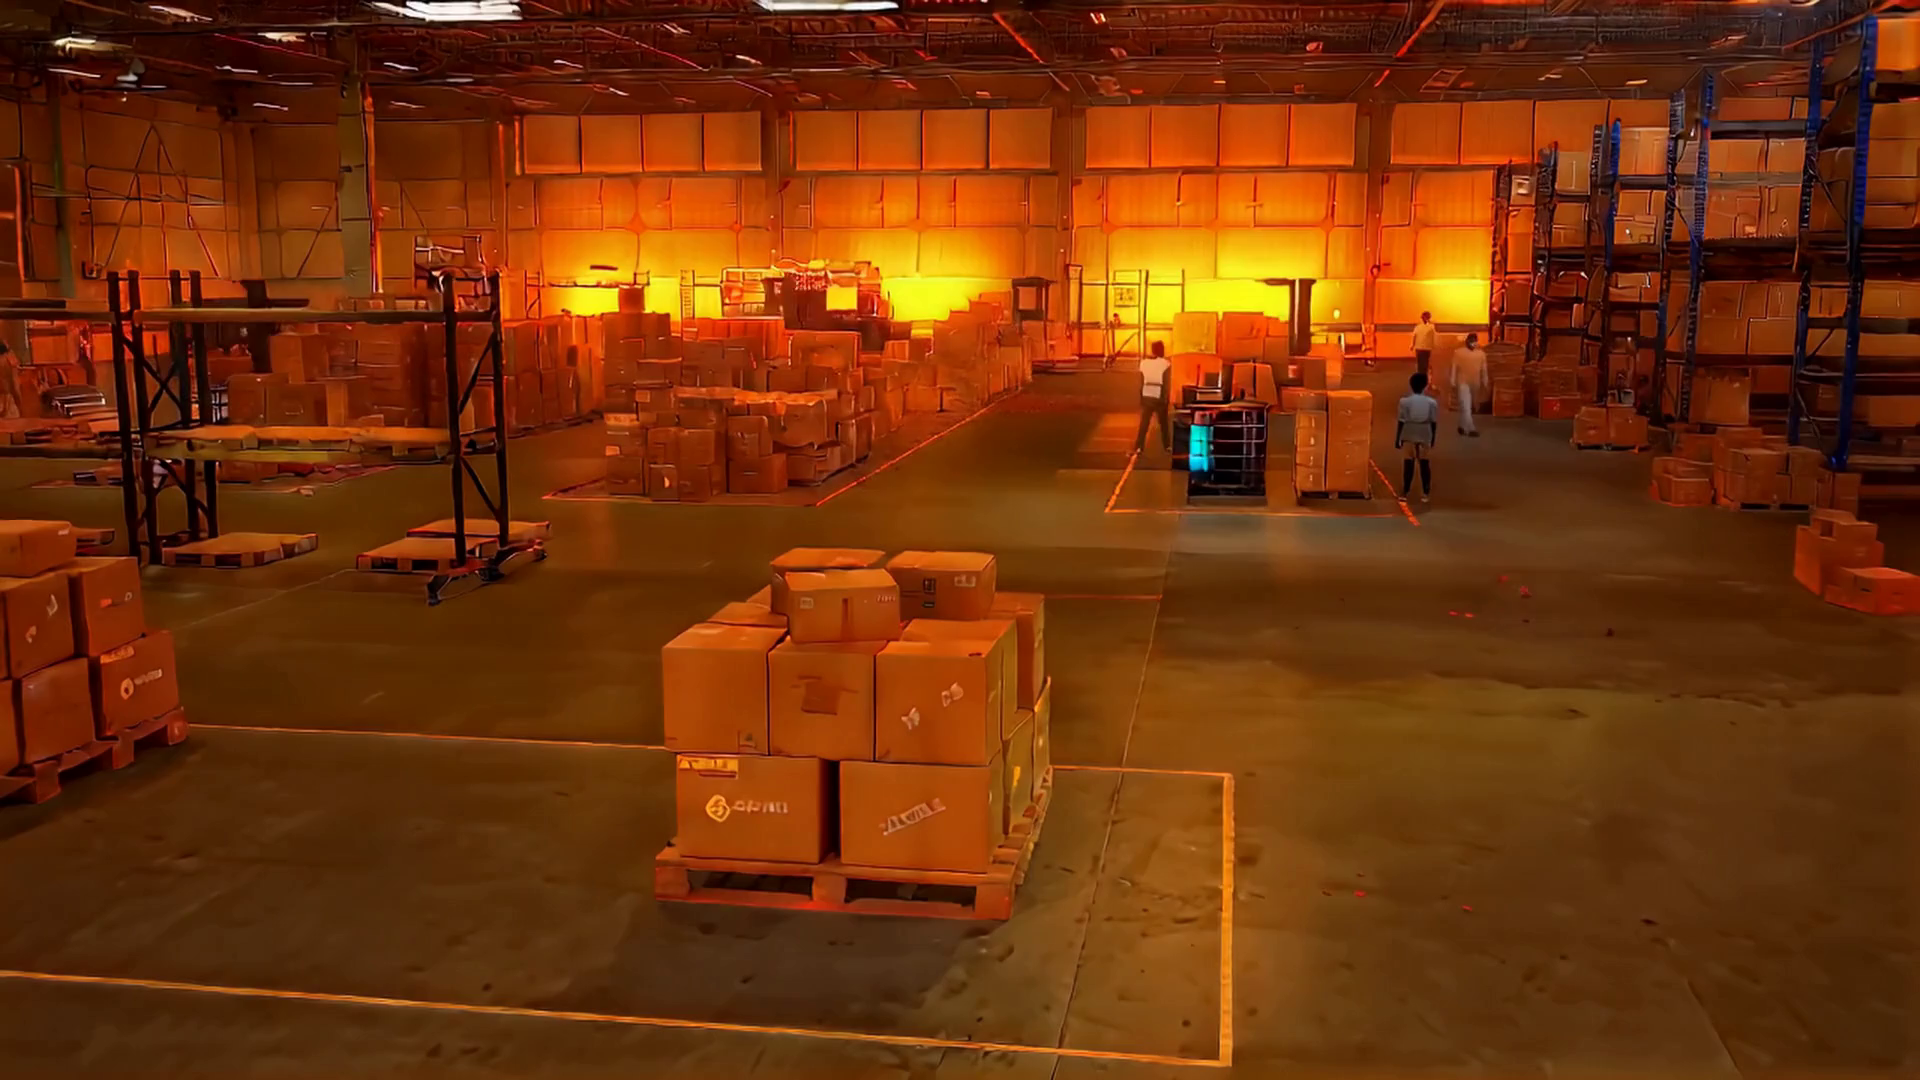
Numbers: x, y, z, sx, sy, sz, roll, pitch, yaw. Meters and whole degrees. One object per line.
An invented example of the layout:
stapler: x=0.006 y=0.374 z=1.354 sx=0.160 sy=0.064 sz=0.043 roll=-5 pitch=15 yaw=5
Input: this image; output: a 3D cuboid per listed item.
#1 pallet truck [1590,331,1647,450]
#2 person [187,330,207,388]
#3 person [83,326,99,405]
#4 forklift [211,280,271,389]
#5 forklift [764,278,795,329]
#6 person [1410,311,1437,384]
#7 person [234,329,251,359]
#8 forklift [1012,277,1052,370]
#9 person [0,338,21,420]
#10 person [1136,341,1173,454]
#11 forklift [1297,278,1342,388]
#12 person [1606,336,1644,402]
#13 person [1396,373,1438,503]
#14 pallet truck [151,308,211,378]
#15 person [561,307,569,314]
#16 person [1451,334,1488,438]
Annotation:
pallet truck: x=11.253 y=-2.573 z=28.499 sx=0.823 sy=1.965 sz=1.885 roll=5 pitch=10 yaw=27
person: x=-18.367 y=-4.245 z=39.961 sx=0.517 sy=1.615 sz=0.375 roll=-5 pitch=11 yaw=-30
person: x=-19.321 y=-3.854 z=37.002 sx=0.420 sy=1.803 sz=0.706 roll=-3 pitch=10 yaw=-16
forklift: x=-15.164 y=-4.224 z=35.965 sx=1.873 sy=2.768 sz=1.129 roll=-3 pitch=10 yaw=-16
forklift: x=-4.590 y=-5.277 z=42.458 sx=1.873 sy=2.768 sz=1.129 roll=5 pitch=11 yaw=29
person: x=12.160 y=-5.034 z=43.798 sx=0.621 sy=1.964 sz=0.869 roll=8 pitch=12 yaw=42
person: x=-15.672 y=-3.747 z=36.518 sx=0.487 sy=1.744 sz=0.314 roll=-2 pitch=10 yaw=-14
forklift: x=2.047 y=-6.579 z=50.489 sx=1.129 sy=2.768 sz=1.873 roll=-2 pitch=9 yaw=-11
person: x=-15.911 y=-2.418 z=27.732 sx=0.629 sy=1.936 sz=0.372 roll=5 pitch=11 yaw=29
person: x=3.232 y=-2.362 z=27.630 sx=0.612 sy=1.863 sz=1.019 roll=7 pitch=12 yaw=38
forklift: x=8.859 y=-5.328 z=42.774 sx=1.873 sy=2.768 sz=1.129 roll=1 pitch=9 yaw=9
person: x=11.999 y=-2.767 z=30.003 sx=1.022 sy=1.896 sz=0.639 roll=0 pitch=9 yaw=1
person: x=5.955 y=-1.325 z=21.726 sx=0.537 sy=1.695 sz=0.320 roll=0 pitch=9 yaw=0
pallet truck: x=-21.869 y=-5.598 z=47.154 sx=0.823 sy=1.965 sz=1.885 roll=4 pitch=10 yaw=26
person: x=-11.746 y=-5.958 z=49.556 sx=0.543 sy=1.939 sz=0.361 roll=-7 pitch=12 yaw=-38
person: x=9.337 y=-2.841 z=30.503 sx=0.647 sy=1.893 sz=1.011 roll=-2 pitch=9 yaw=-11
